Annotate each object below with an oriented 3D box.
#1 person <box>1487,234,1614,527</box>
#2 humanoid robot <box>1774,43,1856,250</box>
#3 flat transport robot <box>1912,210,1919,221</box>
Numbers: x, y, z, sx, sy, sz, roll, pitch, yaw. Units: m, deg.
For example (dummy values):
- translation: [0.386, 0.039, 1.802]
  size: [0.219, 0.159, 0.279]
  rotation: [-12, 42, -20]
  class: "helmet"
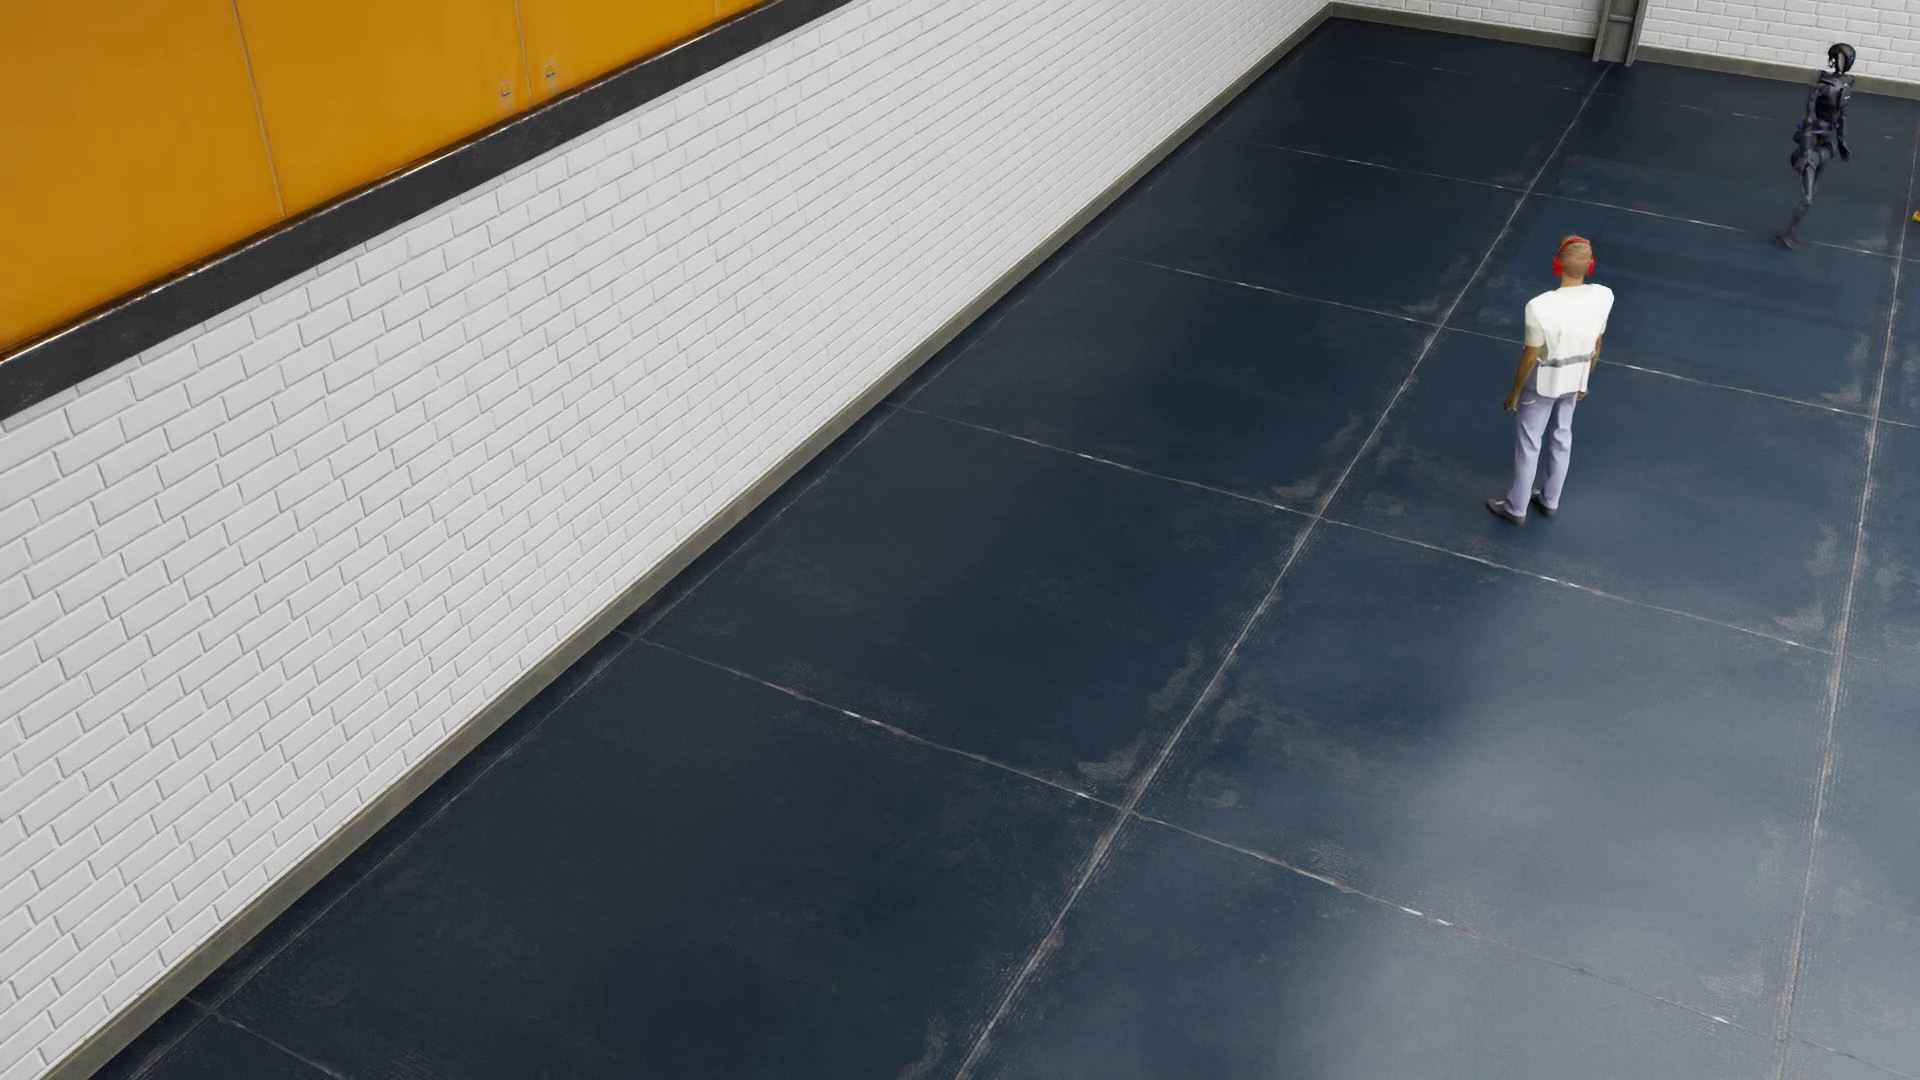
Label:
- translation: [3.537, -0.918, 9.933]
  size: [0.564, 1.839, 0.378]
  rotation: [-11, 35, -16]
  class: "person"
- translation: [6.963, -3.183, 13.450]
  size: [0.601, 1.655, 0.352]
  rotation: [-20, 39, -27]
  class: "humanoid robot"
- translation: [8.789, -2.574, 13.807]
  size: [0.659, 0.231, 1.431]
  rotation: [-21, 39, -28]
  class: "flat transport robot"
